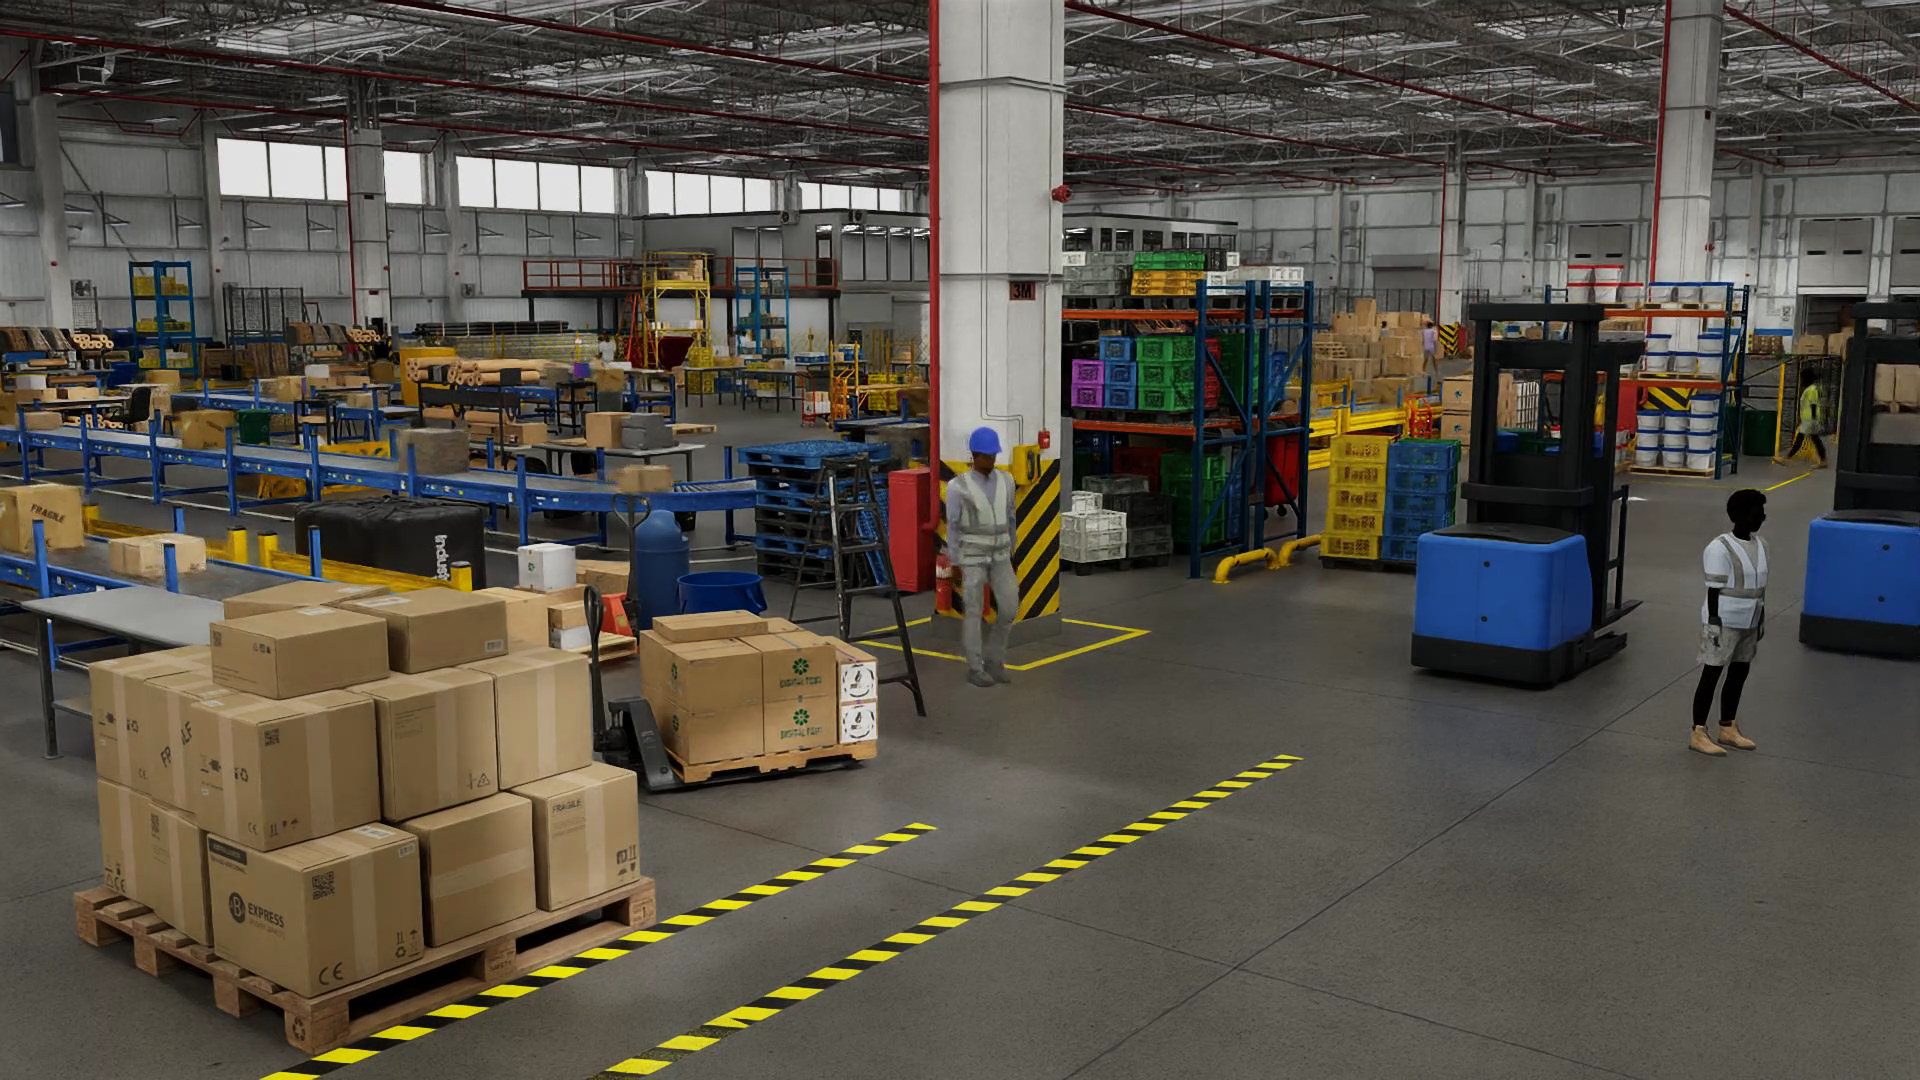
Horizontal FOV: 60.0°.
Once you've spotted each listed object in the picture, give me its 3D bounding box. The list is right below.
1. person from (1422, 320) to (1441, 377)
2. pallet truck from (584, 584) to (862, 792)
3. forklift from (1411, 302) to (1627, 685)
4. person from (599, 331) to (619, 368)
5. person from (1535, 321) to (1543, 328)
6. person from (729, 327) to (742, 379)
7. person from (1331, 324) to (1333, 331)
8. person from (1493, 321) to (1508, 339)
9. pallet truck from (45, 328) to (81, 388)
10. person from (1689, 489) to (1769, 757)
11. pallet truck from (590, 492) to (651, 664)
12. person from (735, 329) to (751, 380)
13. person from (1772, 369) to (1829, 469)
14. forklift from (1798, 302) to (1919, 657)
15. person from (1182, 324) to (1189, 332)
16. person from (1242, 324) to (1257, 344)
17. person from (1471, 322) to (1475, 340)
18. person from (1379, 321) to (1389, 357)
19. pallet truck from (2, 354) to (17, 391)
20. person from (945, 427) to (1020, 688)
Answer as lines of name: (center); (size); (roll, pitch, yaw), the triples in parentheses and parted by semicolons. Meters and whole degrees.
person: (16.282, -6.607, 57.471); (1.018, 1.976, 0.636); (-8, 12, -43)
pallet truck: (-1.426, 0.805, 10.019); (1.601, 1.201, 0.680); (-4, 9, -26)
forklift: (4.379, -0.438, 12.852); (1.129, 2.768, 1.873); (7, 11, 37)
person: (-9.938, -5.014, 47.246); (0.544, 1.821, 0.953); (-5, 10, -33)
person: (26.243, -9.132, 75.351); (0.548, 1.710, 0.926); (-1, 8, -7)
person: (-7.517, -6.293, 56.097); (0.519, 1.757, 0.344); (2, 9, 11)
person: (18.131, -9.881, 79.832); (0.636, 1.888, 1.006); (1, 9, 7)
person: (25.596, -9.664, 78.623); (0.646, 1.808, 0.871); (0, 8, -3)
pallet truck: (-23.775, -4.544, 43.495); (1.885, 1.965, 0.823); (6, 10, 35)
person: (4.862, 0.514, 10.447); (0.535, 1.692, 0.320); (-4, 9, -27)
pallet truck: (-3.115, 0.344, 12.883); (0.653, 1.274, 1.630); (7, 11, 37)
person: (-7.045, -6.049, 54.233); (1.003, 1.837, 0.568); (6, 10, 36)
person: (13.967, -1.996, 27.488); (0.895, 1.639, 0.558); (4, 9, 23)
forklift: (7.740, -0.556, 13.648); (1.129, 2.768, 1.873); (6, 11, 37)
person: (7.177, -5.976, 53.431); (0.555, 1.916, 0.777); (-2, 9, -15)
person: (11.932, -8.205, 68.438); (0.657, 1.915, 0.779); (3, 9, 19)
person: (24.714, -9.857, 79.632); (0.778, 1.895, 0.584); (-7, 11, -39)
person: (16.113, -7.430, 63.468); (0.575, 1.884, 0.434); (-8, 11, -42)
pallet truck: (-24.881, -4.417, 42.634); (1.885, 1.965, 0.823); (8, 11, 41)
person: (0.186, 0.135, 12.174); (0.636, 1.930, 0.487); (-5, 10, -32)
